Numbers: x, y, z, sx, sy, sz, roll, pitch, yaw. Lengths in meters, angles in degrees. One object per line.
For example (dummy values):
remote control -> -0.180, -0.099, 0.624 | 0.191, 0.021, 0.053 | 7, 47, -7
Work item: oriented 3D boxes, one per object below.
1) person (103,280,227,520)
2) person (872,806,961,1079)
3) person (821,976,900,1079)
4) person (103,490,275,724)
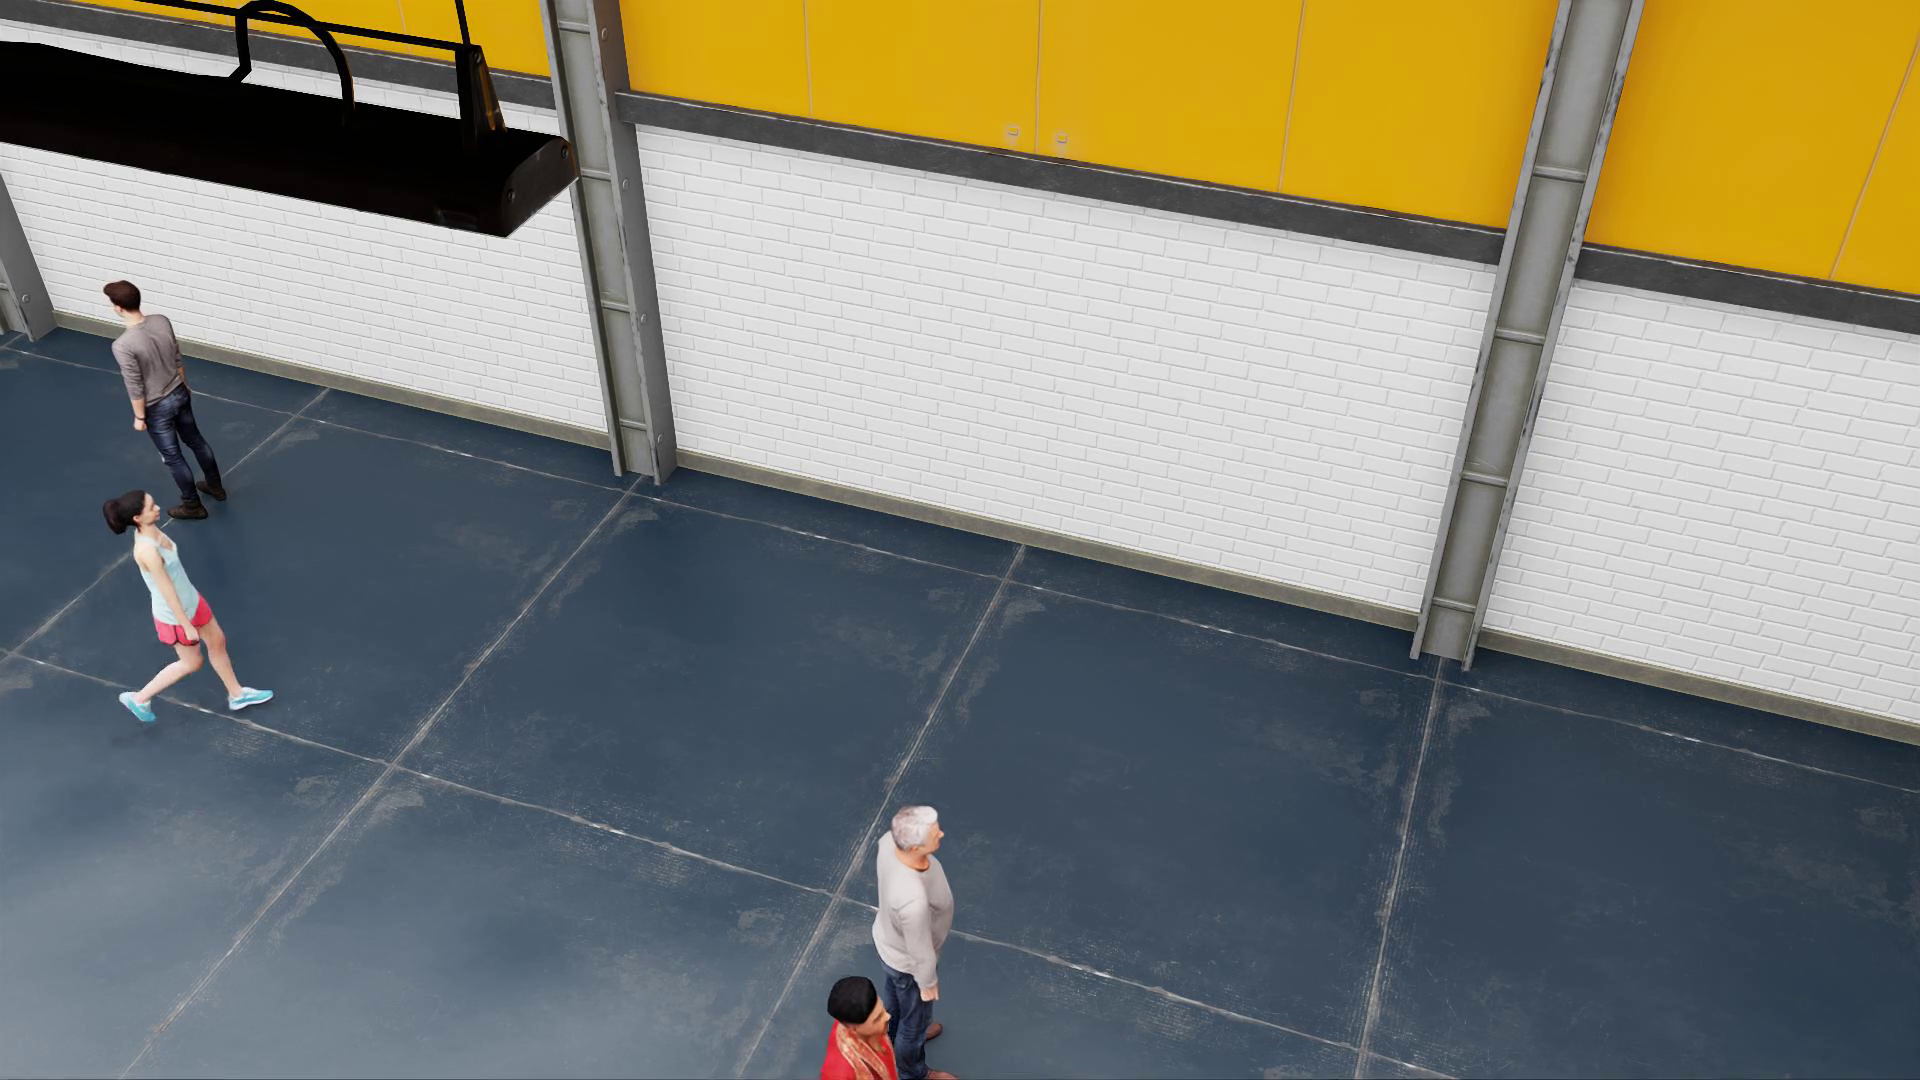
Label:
person -> -5.636, -0.990, 11.786 | 0.567, 1.903, 0.670 | 12, 40, 15
person -> -0.241, 1.971, 8.072 | 0.843, 1.910, 0.836 | -9, 39, -11
person -> -0.530, 2.564, 7.357 | 0.892, 1.876, 0.799 | 4, 39, 5
person -> -4.825, 0.457, 10.101 | 1.128, 1.745, 1.004 | -13, 40, -16
